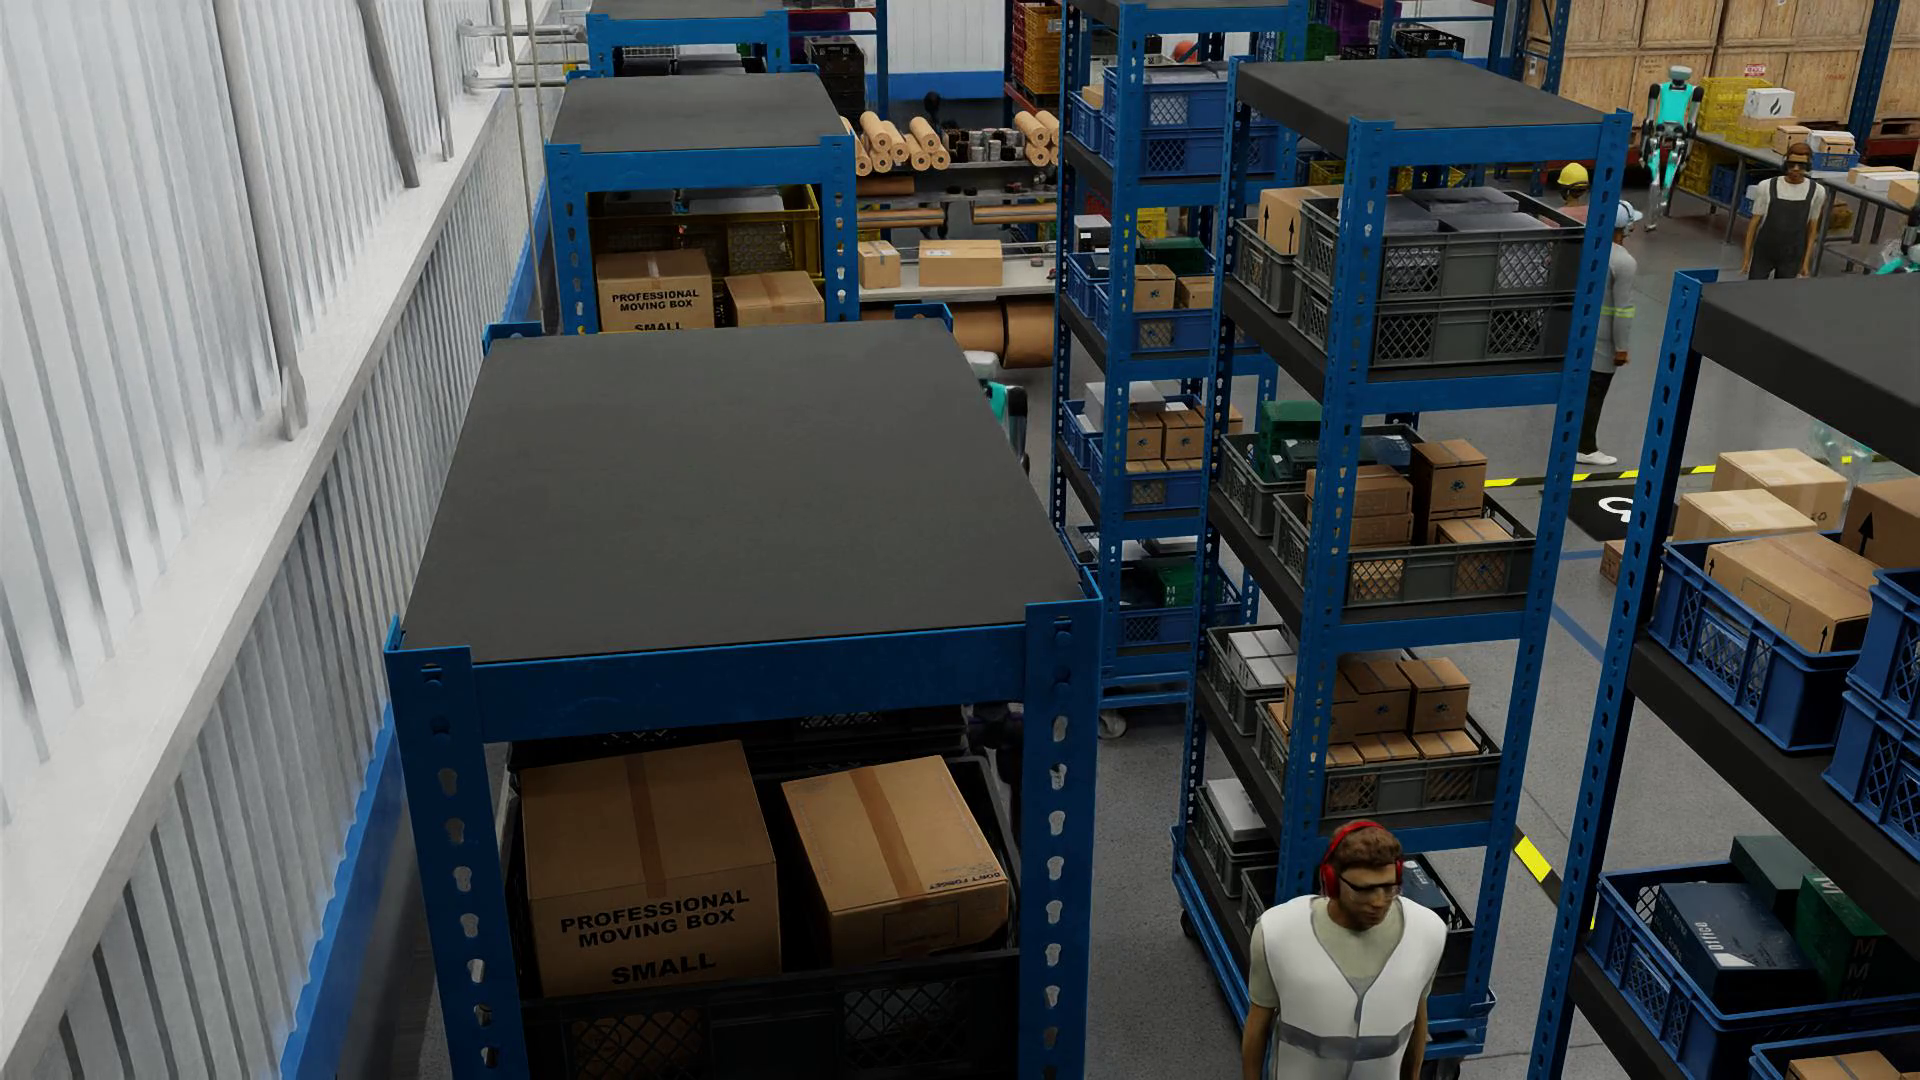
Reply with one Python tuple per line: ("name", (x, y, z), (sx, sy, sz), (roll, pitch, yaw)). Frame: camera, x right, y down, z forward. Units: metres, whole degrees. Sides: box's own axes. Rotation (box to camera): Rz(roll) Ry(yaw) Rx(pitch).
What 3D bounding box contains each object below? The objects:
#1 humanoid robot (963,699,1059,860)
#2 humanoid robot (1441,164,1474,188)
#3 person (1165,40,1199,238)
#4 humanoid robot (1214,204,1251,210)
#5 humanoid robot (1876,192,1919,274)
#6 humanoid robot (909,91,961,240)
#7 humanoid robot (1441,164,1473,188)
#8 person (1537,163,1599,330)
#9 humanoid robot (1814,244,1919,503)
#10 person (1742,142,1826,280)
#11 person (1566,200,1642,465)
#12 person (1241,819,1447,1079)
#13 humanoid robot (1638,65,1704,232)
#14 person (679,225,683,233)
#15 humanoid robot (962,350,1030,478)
("humanoid robot", (0.128, 0.833, 6.817), (0.584, 1.643, 0.403), (-3, 25, -7))
("humanoid robot", (5.086, -3.888, 17.062), (0.612, 1.655, 0.333), (-1, 25, -2))
("person", (2.267, -4.102, 17.121), (0.608, 2.029, 0.403), (-14, 28, -27))
("humanoid robot", (3.064, -4.476, 18.383), (0.610, 1.649, 0.642), (19, 31, 36))
("humanoid robot", (8.042, -2.533, 13.997), (0.541, 1.760, 0.674), (-5, 25, -11))
("humanoid robot", (-0.230, -3.583, 16.398), (0.589, 1.643, 0.381), (-8, 26, -17))
("humanoid robot", (4.944, -3.836, 17.001), (0.616, 1.655, 0.589), (-1, 25, -3))
("person", (4.659, -2.041, 12.943), (0.533, 1.767, 0.319), (-10, 27, -21))
("humanoid robot", (5.895, -0.979, 10.745), (0.781, 1.841, 0.560), (-7, 26, -15))
("person", (6.552, -2.261, 13.327), (0.504, 1.845, 0.347), (8, 26, 17))
("person", (4.448, -1.432, 11.516), (0.359, 1.851, 0.596), (-6, 25, -12))
("person", (1.096, 1.608, 4.910), (0.564, 1.849, 0.390), (-3, 25, -6))
("humanoid robot", (7.308, -3.952, 17.198), (0.538, 1.767, 1.040), (7, 26, 16))
("person", (-1.851, -1.132, 10.763), (0.354, 1.936, 0.551), (-2, 25, -4))
("humanoid robot", (0.078, -0.047, 8.659), (0.557, 1.715, 0.984), (2, 25, 5))
